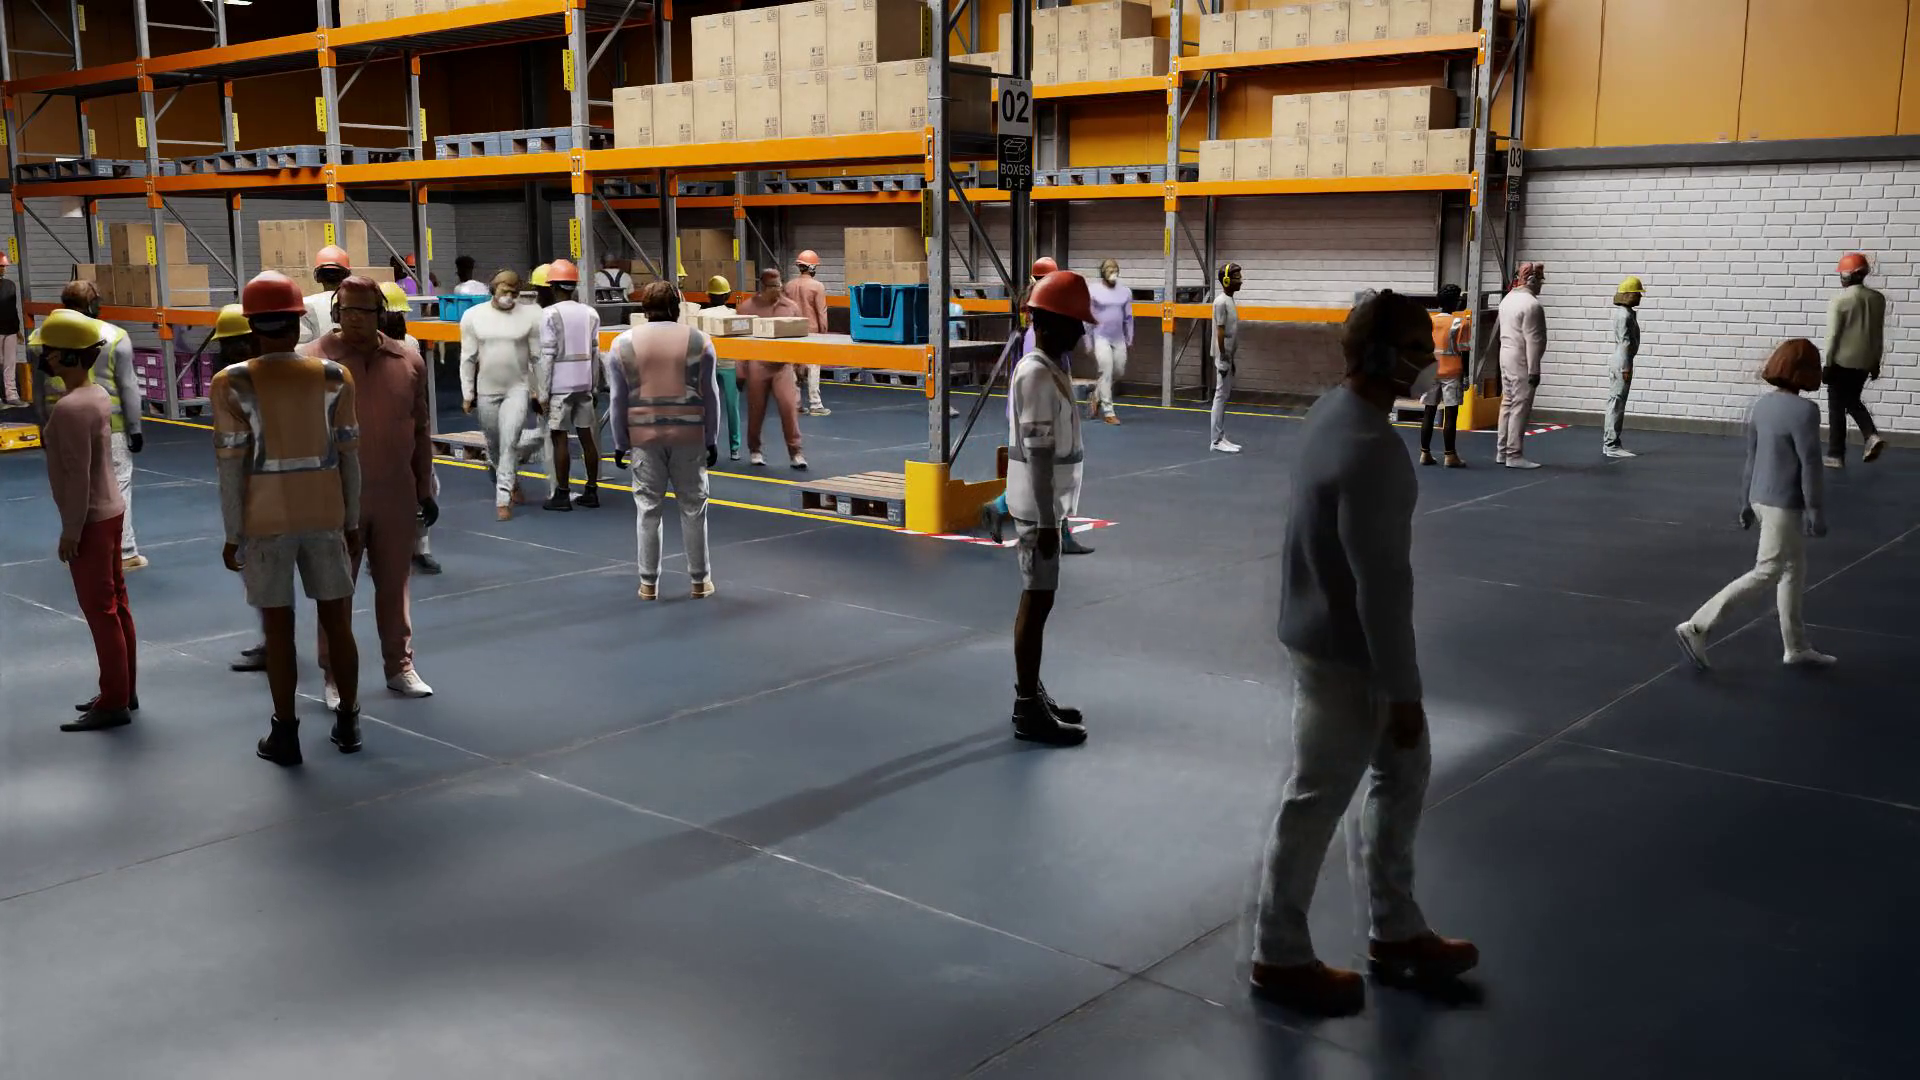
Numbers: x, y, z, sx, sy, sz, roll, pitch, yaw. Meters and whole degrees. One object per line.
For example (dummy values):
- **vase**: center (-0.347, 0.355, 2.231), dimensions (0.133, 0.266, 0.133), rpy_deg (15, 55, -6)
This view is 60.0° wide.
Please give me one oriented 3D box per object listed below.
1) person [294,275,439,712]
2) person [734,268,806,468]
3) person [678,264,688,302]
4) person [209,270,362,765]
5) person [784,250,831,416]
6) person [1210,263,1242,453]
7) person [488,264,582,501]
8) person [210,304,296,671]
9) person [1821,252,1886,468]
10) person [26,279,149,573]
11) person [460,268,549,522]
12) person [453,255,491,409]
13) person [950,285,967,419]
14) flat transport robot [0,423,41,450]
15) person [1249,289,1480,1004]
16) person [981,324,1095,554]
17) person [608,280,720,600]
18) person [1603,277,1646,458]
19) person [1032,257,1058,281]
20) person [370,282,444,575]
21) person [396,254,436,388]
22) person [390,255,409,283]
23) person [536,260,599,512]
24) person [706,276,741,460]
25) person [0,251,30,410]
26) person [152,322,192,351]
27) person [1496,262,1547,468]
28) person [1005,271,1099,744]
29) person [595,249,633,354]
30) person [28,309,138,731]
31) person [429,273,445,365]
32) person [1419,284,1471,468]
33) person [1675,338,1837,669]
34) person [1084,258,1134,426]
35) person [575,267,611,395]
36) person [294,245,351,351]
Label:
- **person**: center (-2.620, -0.208, 7.366), dimensions (0.639, 1.904, 0.402), rpy_deg (-8, 13, -40)
- **person**: center (-1.730, -1.571, 15.320), dimensions (0.687, 1.849, 0.828), rpy_deg (-5, 11, -28)
- **person**: center (-3.767, -2.749, 22.034), dimensions (0.404, 1.827, 0.600), rpy_deg (-5, 11, -26)
- **person**: center (-2.641, -0.082, 6.552), dimensions (0.547, 1.934, 0.376), rpy_deg (-7, 12, -37)
- **person**: center (-1.841, -2.496, 20.124), dimensions (0.623, 1.992, 0.396), rpy_deg (6, 12, 33)
- **person**: center (2.663, -1.808, 16.562), dimensions (0.329, 1.873, 0.512), rpy_deg (3, 10, 15)
- **person**: center (-3.392, -1.250, 13.286), dimensions (0.767, 1.902, 0.605), rpy_deg (-1, 10, -4)
- **person**: center (-3.405, -0.254, 8.051), dimensions (0.330, 1.756, 0.541), rpy_deg (-2, 10, -9)
- **person**: center (8.195, -1.639, 15.257), dimensions (0.624, 1.981, 0.509), rpy_deg (-3, 10, -15)
- **person**: center (-5.419, -0.697, 10.354), dimensions (0.644, 1.833, 0.430), rpy_deg (0, 10, -3)
- **person**: center (-3.449, -1.123, 12.652), dimensions (0.653, 1.890, 0.916), rpy_deg (-1, 10, -6)
- **person**: center (-6.015, -2.571, 20.712), dimensions (0.673, 1.940, 0.604), rpy_deg (6, 11, 29)
- **person**: center (-0.179, -2.280, 19.867), dimensions (0.539, 1.649, 0.868), rpy_deg (-6, 11, -29)
- **flat transport robot**: center (-9.894, -1.067, 16.894), dimensions (1.431, 0.197, 0.652), rpy_deg (4, 11, 23)
- **person**: center (1.145, 0.308, 4.385), dimensions (0.791, 1.909, 0.666), rpy_deg (1, 10, 5)
- **person**: center (0.530, -0.802, 10.967), dimensions (0.673, 1.826, 0.564), rpy_deg (0, 10, 0)
- **person**: center (-1.689, -0.565, 9.580), dimensions (0.620, 1.840, 0.430), rpy_deg (-1, 10, -7)
- **person**: center (6.472, -1.679, 16.187), dimensions (0.295, 1.744, 0.485), rpy_deg (3, 10, 16)
- **person**: center (0.772, -1.651, 15.473), dimensions (0.366, 1.939, 0.542), rpy_deg (9, 13, 40)
- **person**: center (-3.423, -0.650, 10.121), dimensions (0.578, 1.811, 0.625), rpy_deg (4, 11, 24)
- **person**: center (-7.791, -3.118, 23.825), dimensions (0.543, 1.938, 0.356), rpy_deg (-4, 11, -22)
- **person**: center (-8.711, -3.487, 25.991), dimensions (0.590, 1.917, 0.396), rpy_deg (2, 10, 12)
- **person**: center (-3.048, -1.186, 12.857), dimensions (0.400, 1.928, 0.568), rpy_deg (8, 13, 39)
- **person**: center (-2.288, -1.630, 15.868), dimensions (0.522, 1.761, 0.327), rpy_deg (1, 10, 3)
- **person**: center (-12.074, -2.641, 20.953), dimensions (0.390, 1.991, 0.624), rpy_deg (3, 10, 15)
- **person**: center (-12.636, -3.590, 26.749), dimensions (0.650, 1.862, 0.984), rpy_deg (4, 11, 22)
- **person**: center (5.199, -1.608, 15.355), dimensions (0.398, 1.897, 0.646), rpy_deg (-1, 10, -5)
- **person**: center (0.376, -0.135, 6.870), dimensions (0.374, 1.928, 0.542), rpy_deg (1, 10, 4)
- **person**: center (-5.460, -3.579, 26.159), dimensions (0.699, 2.000, 0.680), rpy_deg (-6, 12, -31)
- **person**: center (-3.702, -0.085, 7.040), dimensions (0.302, 1.772, 0.525), rpy_deg (-3, 10, -16)
- **person**: center (-9.225, -3.864, 29.065), dimensions (0.522, 1.580, 0.867), rpy_deg (-7, 12, -36)
- **person**: center (4.484, -1.517, 15.394), dimensions (0.316, 1.695, 0.541), rpy_deg (-9, 13, -40)
- **person**: center (3.862, -0.167, 7.968), dimensions (0.779, 1.606, 0.495), rpy_deg (1, 10, 3)
- **person**: center (1.686, -2.296, 19.219), dimensions (0.636, 1.917, 0.771), rpy_deg (-4, 11, -24)
- **person**: center (-5.147, -2.888, 23.037), dimensions (0.962, 1.754, 0.602), rpy_deg (5, 11, 25)
- **person**: center (-4.525, -1.116, 12.128), dimensions (0.615, 2.040, 0.391), rpy_deg (-5, 11, -27)
